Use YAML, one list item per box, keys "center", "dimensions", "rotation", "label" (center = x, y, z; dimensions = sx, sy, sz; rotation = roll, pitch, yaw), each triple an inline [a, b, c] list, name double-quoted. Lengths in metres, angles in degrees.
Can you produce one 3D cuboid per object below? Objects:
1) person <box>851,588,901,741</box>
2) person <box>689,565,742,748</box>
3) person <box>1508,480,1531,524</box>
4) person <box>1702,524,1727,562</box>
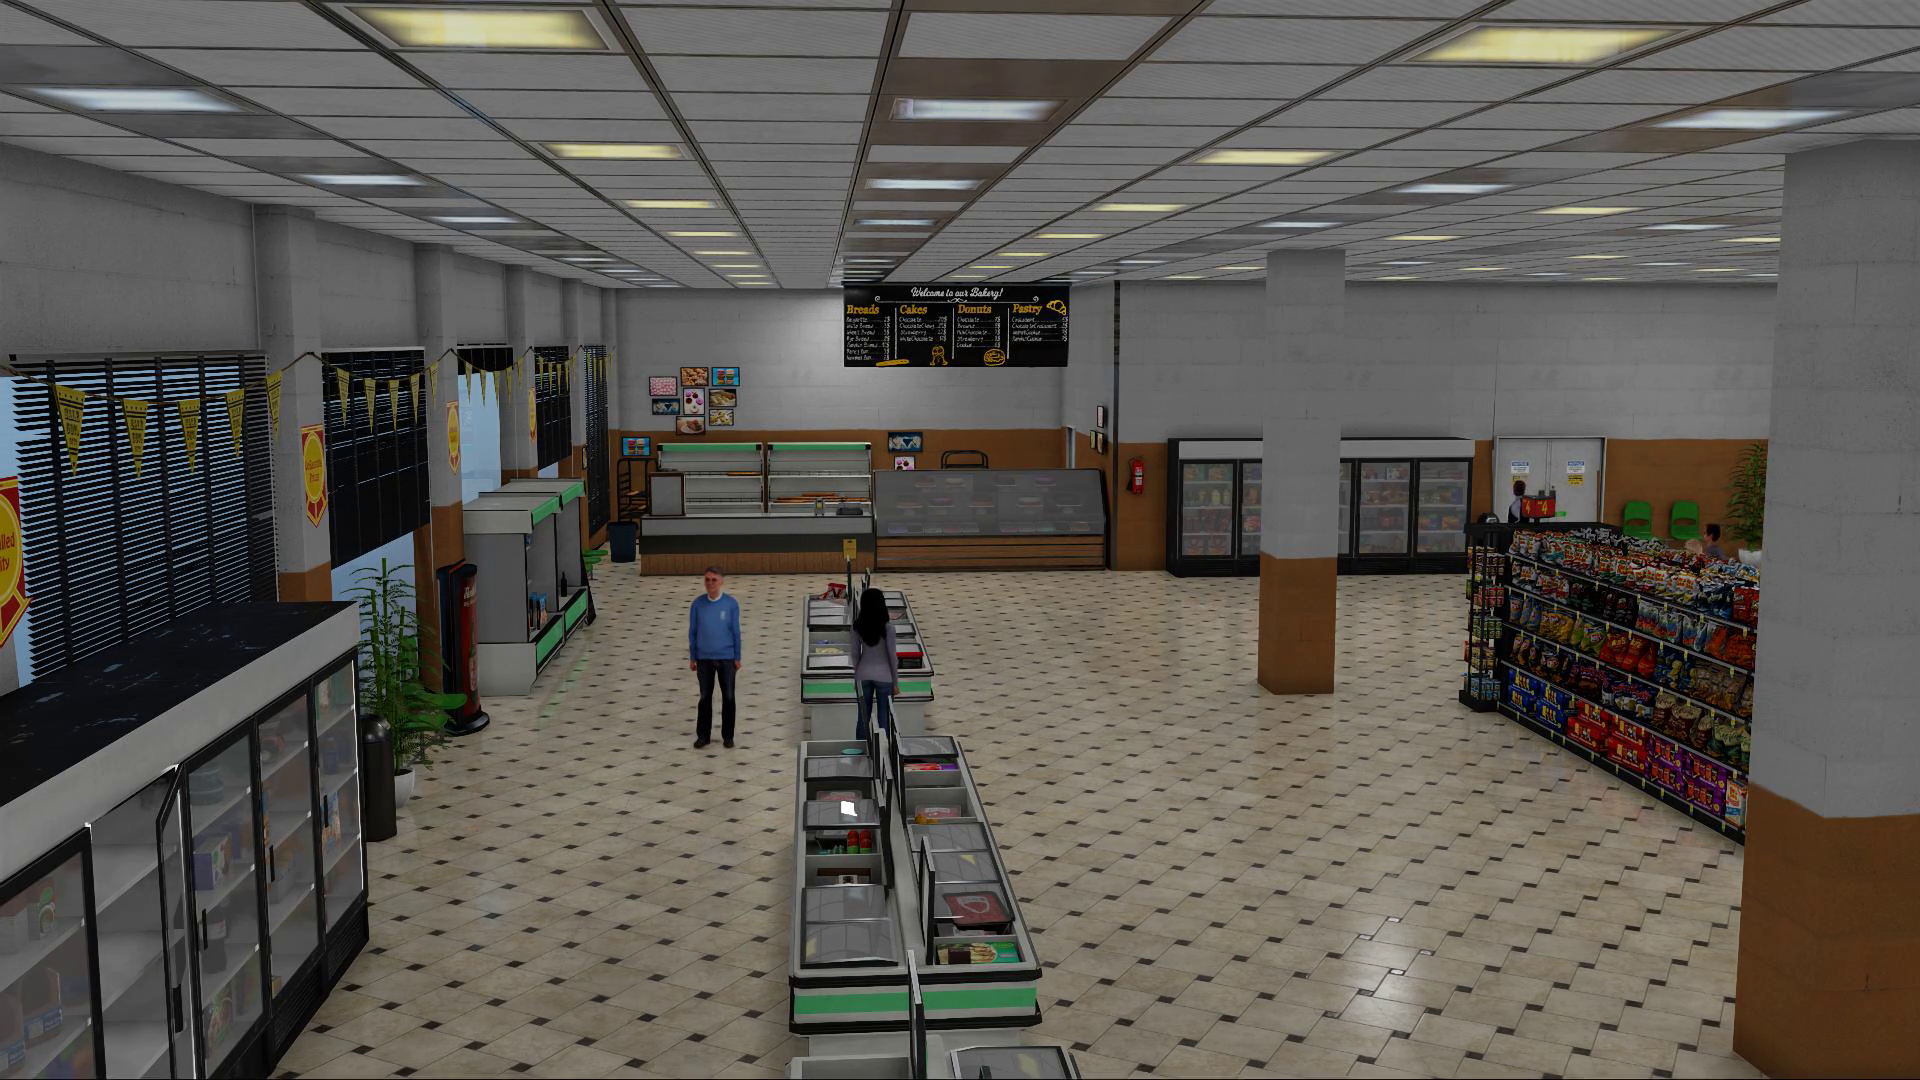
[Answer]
- center: [-0.793, 1.297, 15.372]
  dimensions: [0.679, 1.737, 0.663]
  rotation: [2, 7, 18]
  label: "person"
- center: [-2.405, 1.134, 16.406]
  dimensions: [0.672, 1.813, 0.570]
  rotation: [0, 7, 0]
  label: "person"
- center: [8.727, -0.028, 25.953]
  dimensions: [0.733, 1.830, 0.768]
  rotation: [-7, 10, -44]
  label: "person"
- center: [9.323, 0.705, 20.407]
  dimensions: [1.092, 1.705, 1.187]
  rotation: [4, 8, 28]
  label: "person"
